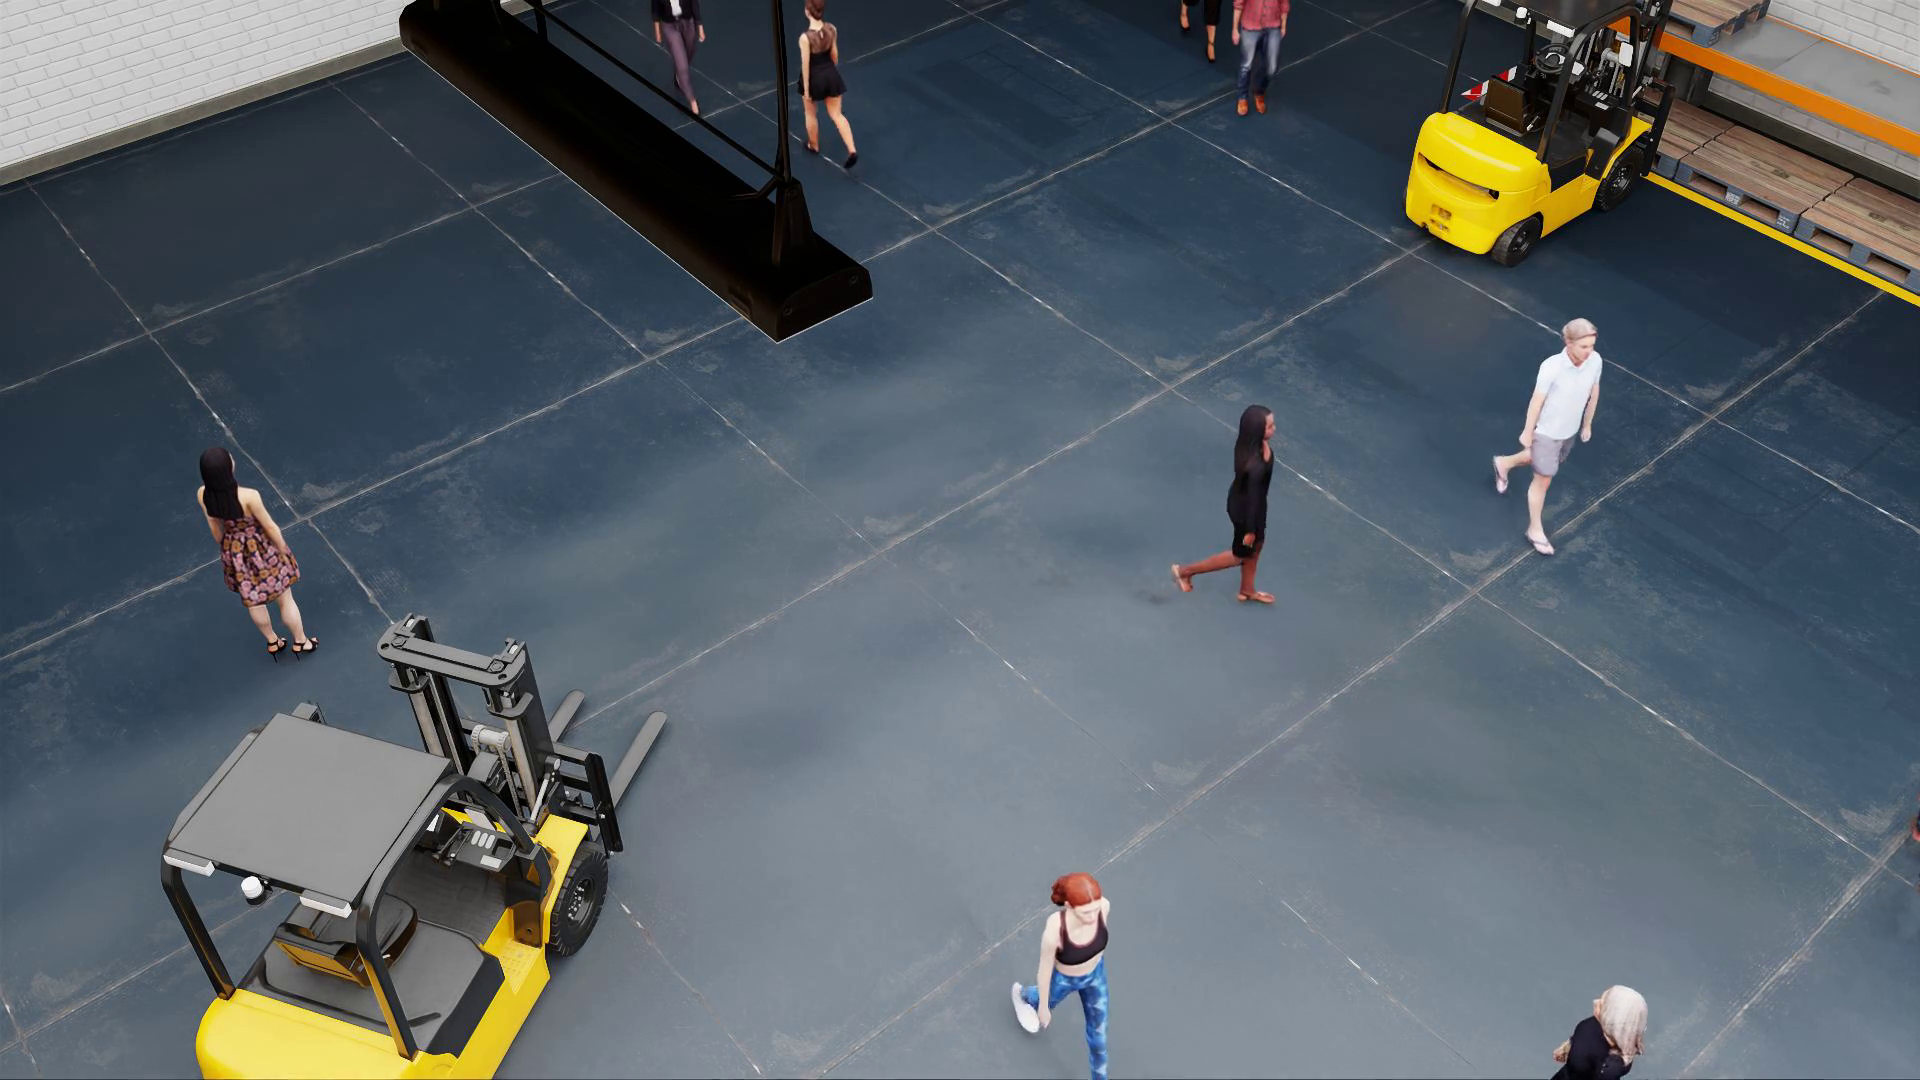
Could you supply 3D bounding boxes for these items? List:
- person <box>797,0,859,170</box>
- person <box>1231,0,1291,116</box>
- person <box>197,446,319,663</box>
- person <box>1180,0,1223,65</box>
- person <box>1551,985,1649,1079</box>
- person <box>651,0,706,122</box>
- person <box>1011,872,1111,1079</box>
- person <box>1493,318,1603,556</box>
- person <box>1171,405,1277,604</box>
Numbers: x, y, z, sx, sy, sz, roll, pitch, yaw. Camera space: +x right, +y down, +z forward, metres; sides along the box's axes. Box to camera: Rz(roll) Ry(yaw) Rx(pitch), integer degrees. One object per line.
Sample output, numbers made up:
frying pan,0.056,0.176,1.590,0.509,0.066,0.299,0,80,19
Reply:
person,-1.229,-4.164,15.228,0.599,1.651,1.032,-29,51,-27
person,2.869,-4.982,15.966,0.840,1.818,0.880,0,44,0
person,-4.524,0.098,10.666,0.805,1.774,0.862,2,44,3
person,2.445,-5.844,16.876,0.964,1.810,1.273,-12,45,-12
person,3.065,2.696,7.976,1.062,1.723,0.857,19,47,19
person,-2.723,-4.932,16.054,0.831,1.624,1.131,-18,46,-18
person,0.516,2.201,8.484,0.744,1.739,1.277,-21,48,-21
person,4.102,-0.837,11.627,0.891,1.802,1.206,-16,46,-16
person,1.818,-0.201,11.032,1.056,1.701,0.984,4,44,4
